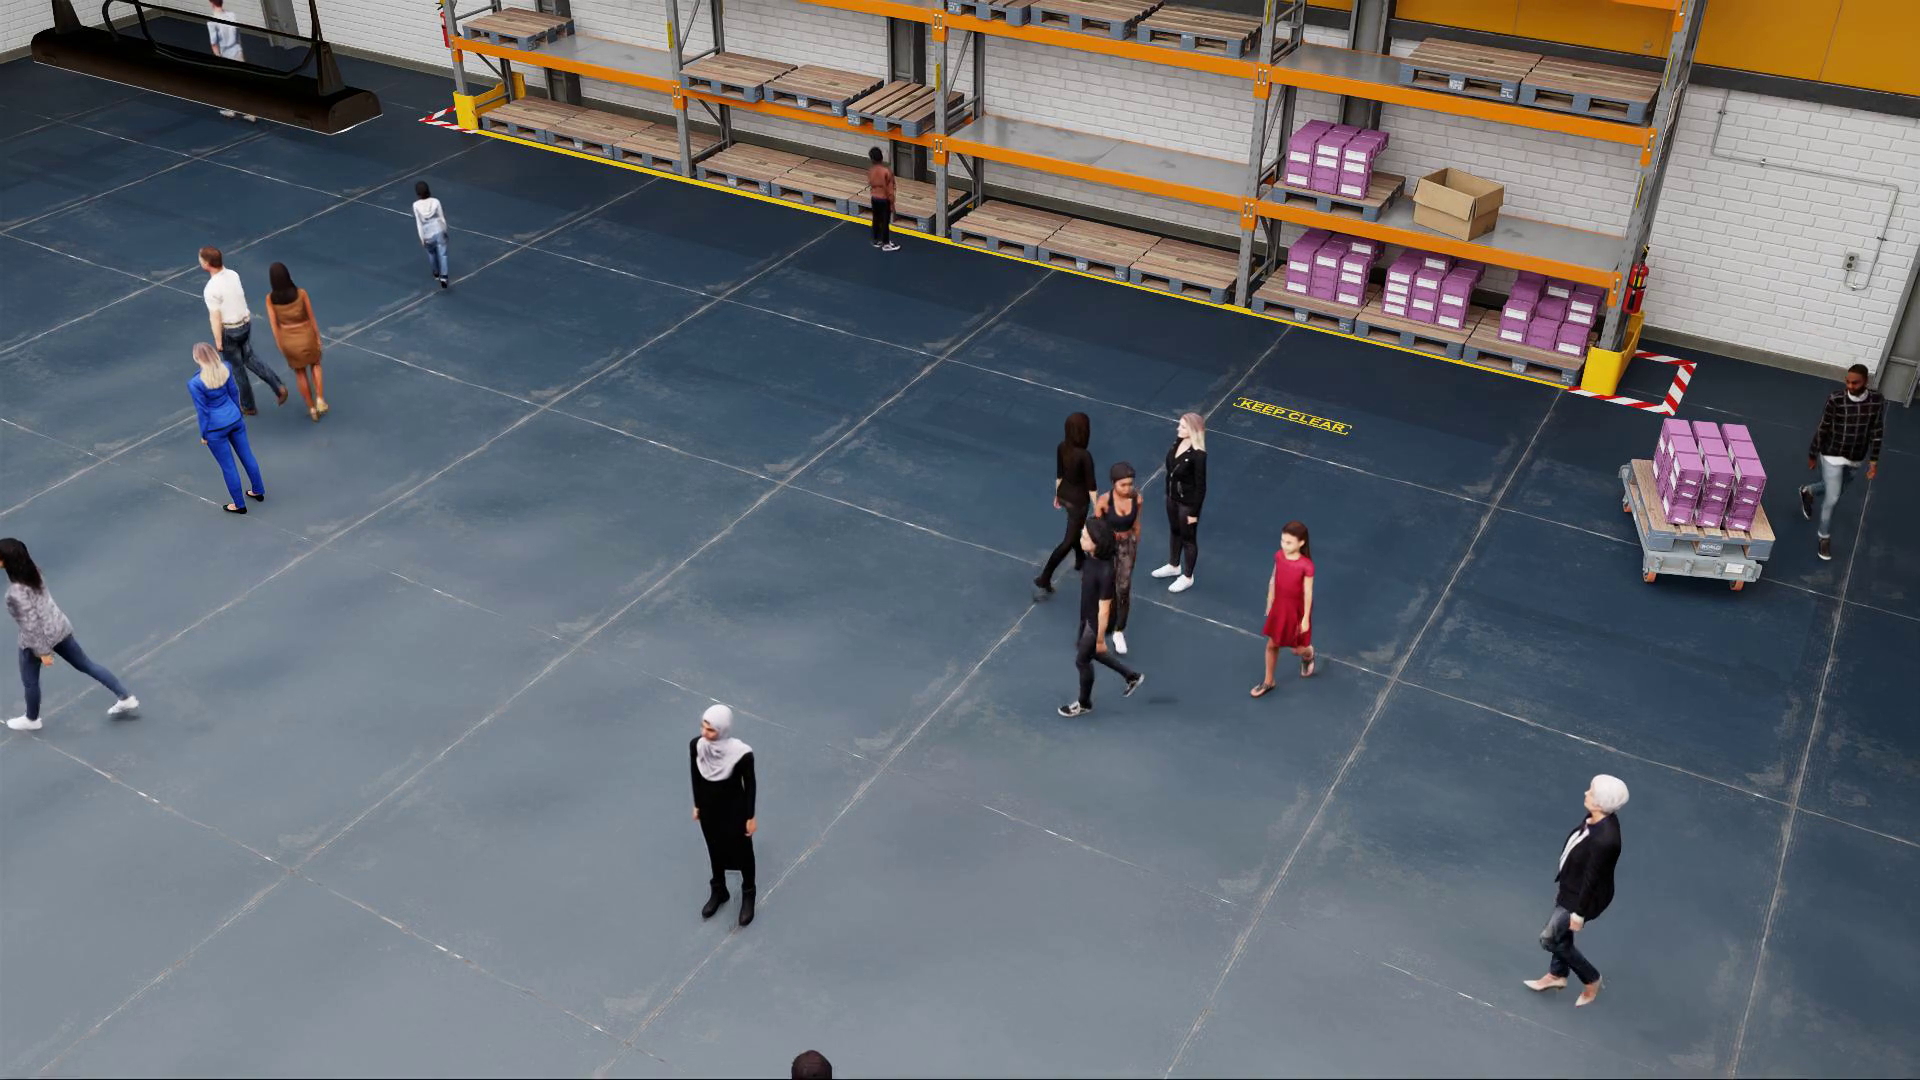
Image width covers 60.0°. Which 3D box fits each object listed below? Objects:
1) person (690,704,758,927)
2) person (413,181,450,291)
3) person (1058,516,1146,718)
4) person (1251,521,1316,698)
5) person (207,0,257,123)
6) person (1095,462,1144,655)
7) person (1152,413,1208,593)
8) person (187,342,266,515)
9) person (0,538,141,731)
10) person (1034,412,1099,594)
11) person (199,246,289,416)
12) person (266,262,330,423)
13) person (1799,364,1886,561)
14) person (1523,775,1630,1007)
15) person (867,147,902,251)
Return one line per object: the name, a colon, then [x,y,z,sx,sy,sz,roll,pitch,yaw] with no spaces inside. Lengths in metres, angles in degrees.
person: [-1.524,1.763,10.835,0.529,1.780,0.699,11,35,16]
person: [-6.107,-3.529,19.282,0.815,1.243,0.880,-9,35,-13]
person: [1.123,0.574,12.595,1.035,1.813,0.922,-3,34,-4]
person: [2.602,0.513,12.933,0.833,1.541,0.749,27,42,34]
person: [-10.389,-6.879,23.795,0.949,1.827,0.745,24,40,31]
person: [1.241,0.045,13.527,1.096,1.662,1.104,-8,34,-12]
person: [1.914,-0.335,14.078,0.751,1.685,0.660,-14,36,-20]
person: [-6.681,-1.033,15.113,0.528,1.701,0.611,17,37,24]
person: [-6.764,0.724,12.486,1.275,1.684,1.094,-2,34,-3]
person: [0.916,-0.293,14.077,0.913,1.616,1.057,-22,39,-29]
person: [-7.133,-2.060,16.531,1.020,1.842,0.837,8,34,11]
person: [-6.541,-1.922,16.476,0.705,1.674,0.756,-9,35,-14]
person: [7.742,-0.781,14.667,1.185,1.775,1.095,-1,34,-2]
person: [3.861,2.213,10.166,0.751,1.764,0.805,11,35,15]
person: [-0.939,-4.131,20.188,0.705,1.242,0.441,-25,41,-32]
